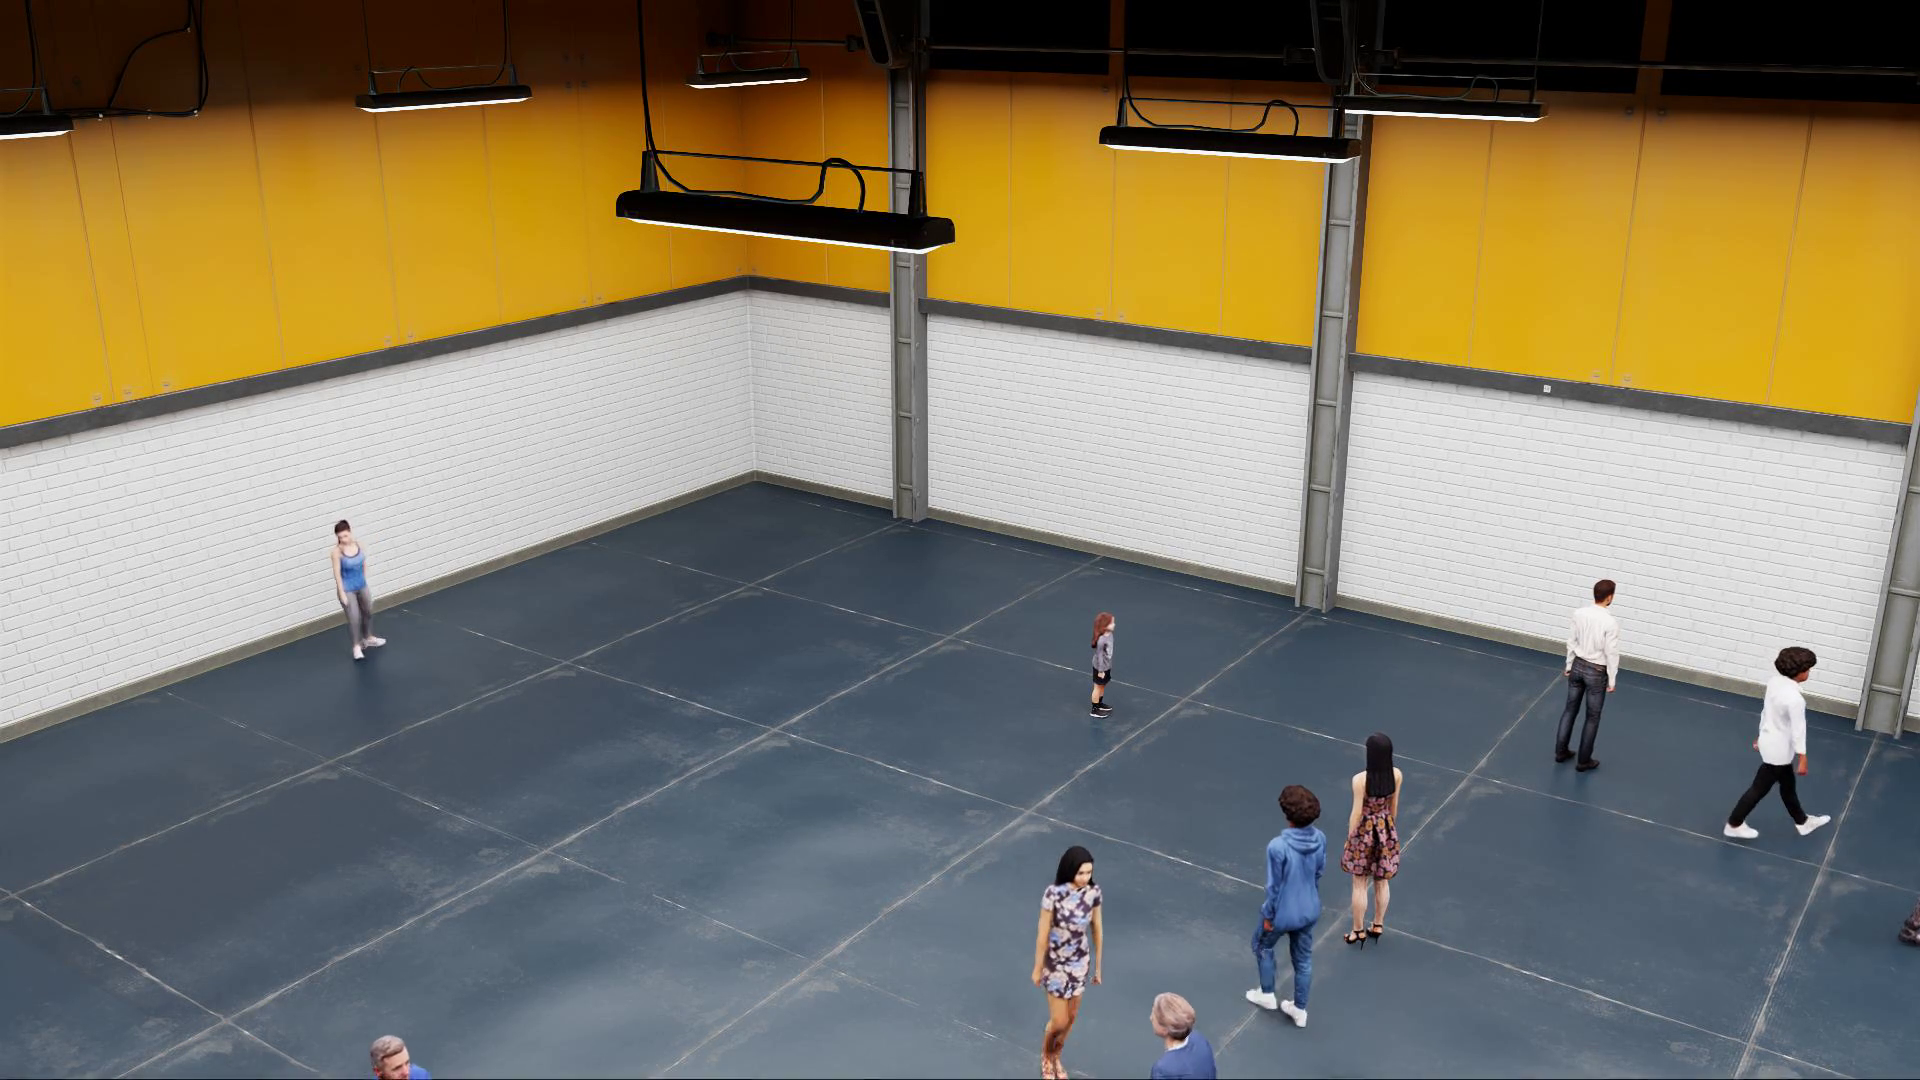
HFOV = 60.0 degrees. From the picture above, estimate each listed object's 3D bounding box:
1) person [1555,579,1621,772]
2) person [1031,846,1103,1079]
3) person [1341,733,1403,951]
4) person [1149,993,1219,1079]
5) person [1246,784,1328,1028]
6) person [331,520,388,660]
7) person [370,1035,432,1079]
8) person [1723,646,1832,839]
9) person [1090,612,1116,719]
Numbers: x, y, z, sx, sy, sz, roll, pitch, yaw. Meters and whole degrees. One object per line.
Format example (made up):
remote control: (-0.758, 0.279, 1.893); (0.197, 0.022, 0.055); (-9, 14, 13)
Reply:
person: (5.848, 1.251, 15.482); (0.790, 1.865, 0.594); (-14, 23, -36)
person: (0.683, 2.797, 11.125); (0.734, 1.716, 0.765); (-6, 20, -17)
person: (3.117, 2.268, 12.603); (0.799, 1.774, 0.843); (-7, 20, -20)
person: (1.336, 3.380, 9.194); (0.842, 1.844, 0.702); (17, 25, 40)
person: (2.357, 2.594, 11.604); (0.842, 1.795, 0.886); (-8, 20, -22)
person: (-6.590, 0.528, 18.077); (0.600, 1.578, 0.742); (6, 20, 17)
person: (-3.112, 3.456, 9.015); (0.856, 1.813, 0.785); (10, 21, 28)
person: (6.865, 1.767, 14.114); (1.220, 1.761, 1.020); (2, 19, 5)
person: (1.428, 1.232, 16.727); (0.504, 1.105, 0.507); (7, 20, 19)
